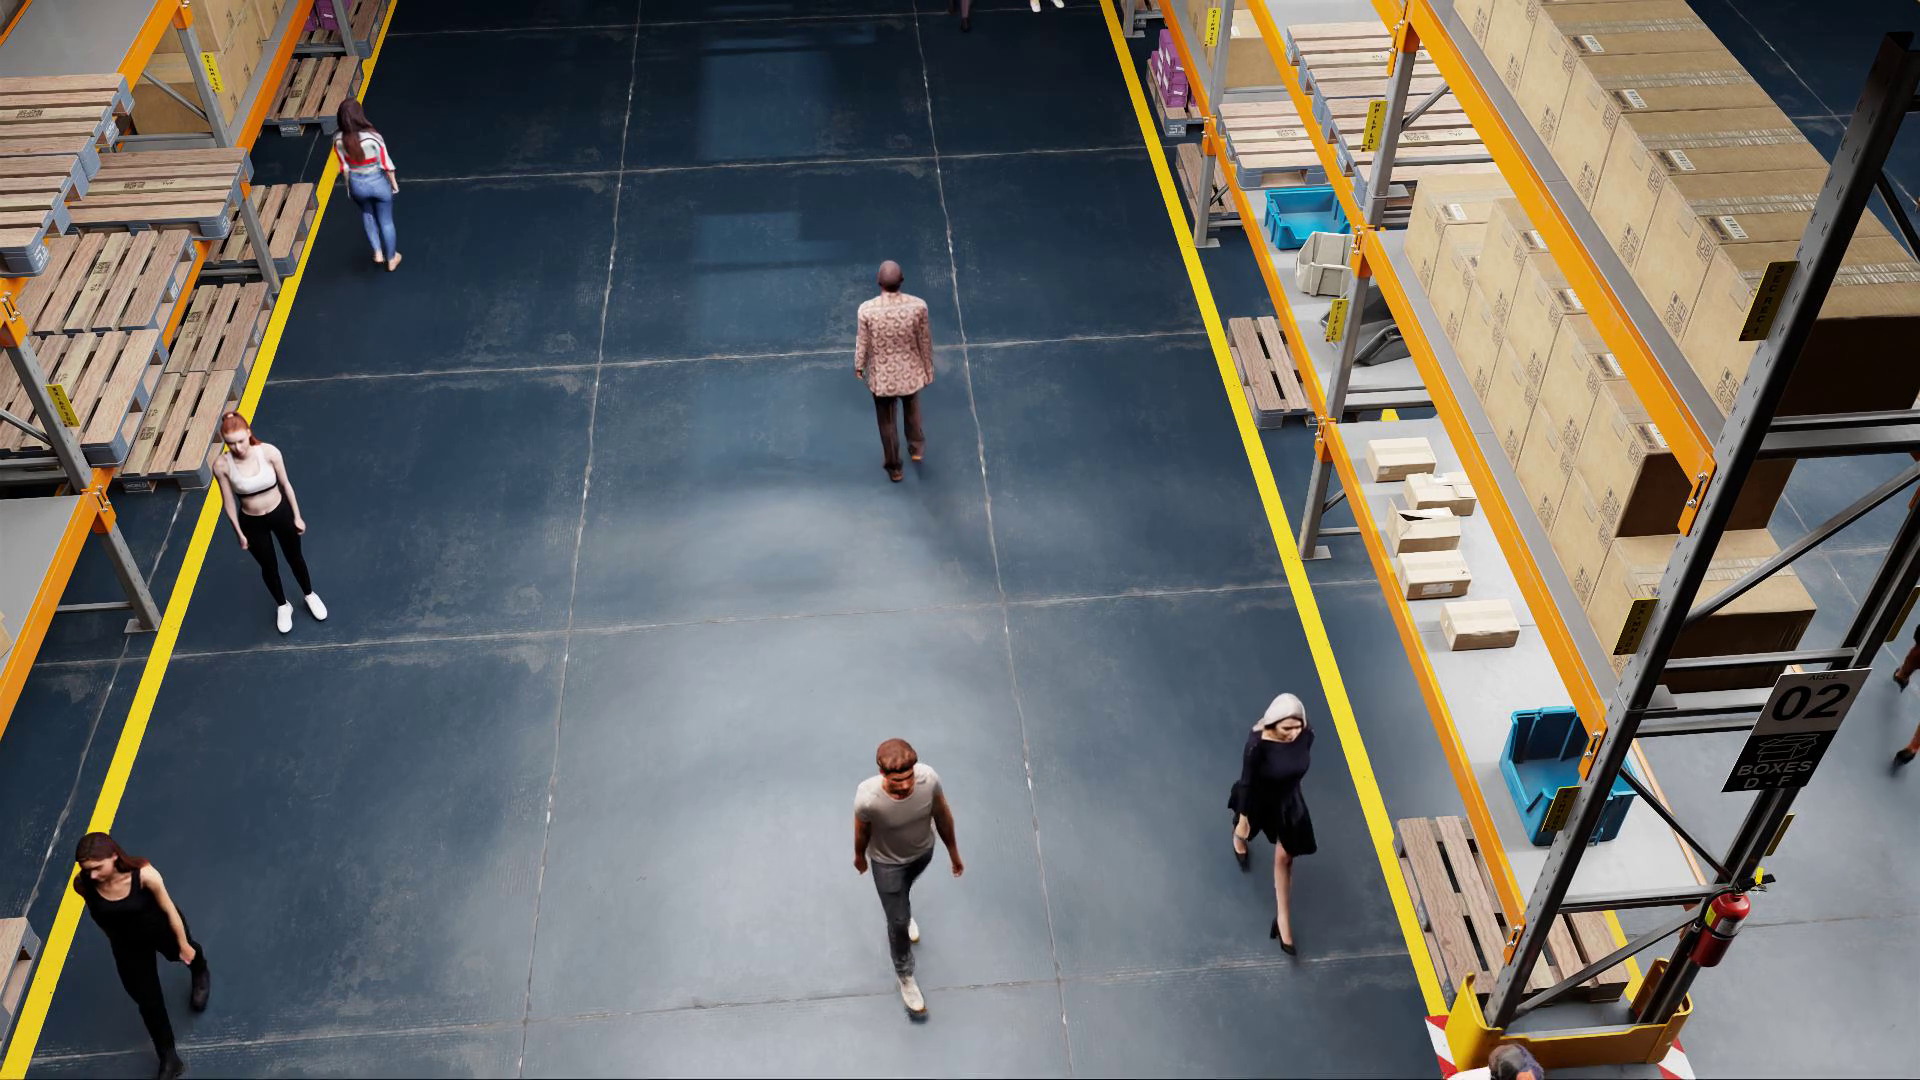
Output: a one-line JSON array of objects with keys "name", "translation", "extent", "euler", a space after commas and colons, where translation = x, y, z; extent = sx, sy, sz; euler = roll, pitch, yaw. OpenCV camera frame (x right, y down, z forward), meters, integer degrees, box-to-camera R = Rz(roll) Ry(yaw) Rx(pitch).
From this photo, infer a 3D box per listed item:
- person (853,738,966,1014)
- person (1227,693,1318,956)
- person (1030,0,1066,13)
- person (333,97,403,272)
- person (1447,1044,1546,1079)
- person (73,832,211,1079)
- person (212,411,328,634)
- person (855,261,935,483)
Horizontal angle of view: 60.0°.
[{"name": "person", "translation": [-0.351, 1.617, 9.046], "extent": [0.931, 1.863, 1.101], "euler": [-22, 48, -22]}, {"name": "person", "translation": [1.702, 1.419, 9.373], "extent": [0.748, 1.699, 1.202], "euler": [-10, 44, -10]}, {"name": "person", "translation": [0.964, -6.514, 17.661], "extent": [0.620, 1.753, 0.618], "euler": [-14, 45, -15]}, {"name": "person", "translation": [-4.995, -2.944, 14.023], "extent": [0.605, 1.602, 0.609], "euler": [-2, 44, -2]}, {"name": "person", "translation": [2.341, 2.797, 7.812], "extent": [0.790, 1.857, 1.089], "euler": [-10, 44, -10]}, {"name": "person", "translation": [-4.257, 2.018, 8.780], "extent": [0.659, 1.650, 1.082], "euler": [-7, 44, -7]}, {"name": "person", "translation": [-4.566, -0.128, 10.967], "extent": [0.658, 1.740, 0.646], "euler": [-20, 47, -20]}, {"name": "person", "translation": [-0.446, -1.160, 12.012], "extent": [0.752, 1.792, 0.714], "euler": [-12, 45, -12]}]
